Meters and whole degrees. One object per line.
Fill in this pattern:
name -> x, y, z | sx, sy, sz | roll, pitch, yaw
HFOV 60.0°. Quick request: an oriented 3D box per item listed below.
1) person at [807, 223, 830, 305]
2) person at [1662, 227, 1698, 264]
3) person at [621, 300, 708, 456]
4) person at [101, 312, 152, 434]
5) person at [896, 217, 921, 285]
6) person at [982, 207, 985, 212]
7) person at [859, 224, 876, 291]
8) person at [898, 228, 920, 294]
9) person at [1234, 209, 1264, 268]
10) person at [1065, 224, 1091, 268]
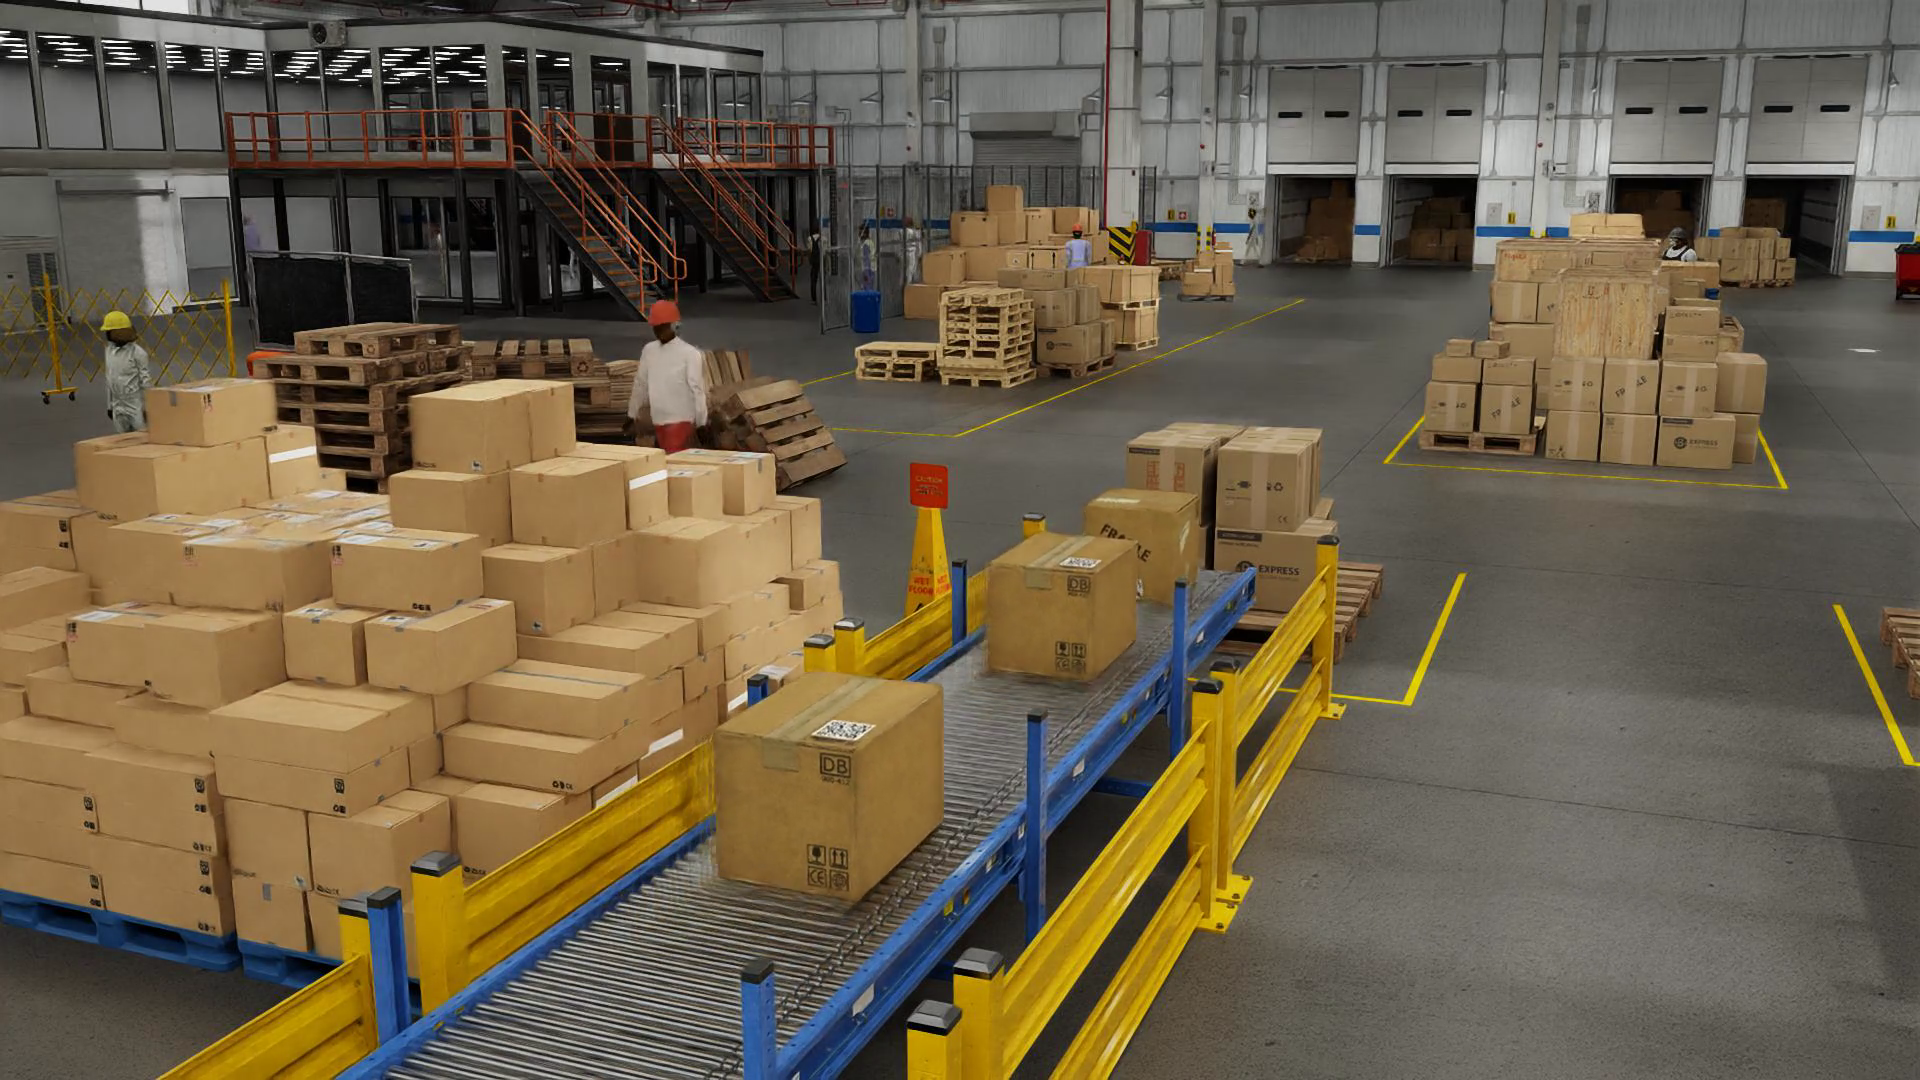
person -> -3.165, -6.192, 37.308 | 0.511, 1.844, 0.341 | 4, 13, 19
person -> 12.302, -4.374, 28.707 | 0.537, 2.000, 0.674 | -6, 14, -26
person -> -2.473, -0.968, 13.605 | 0.628, 1.951, 0.931 | 10, 16, 38
person -> -7.638, -1.225, 15.265 | 0.483, 1.738, 0.313 | 5, 13, 20
person -> -1.242, -6.944, 40.606 | 0.608, 1.875, 0.551 | 1, 13, 6
person -> 0.731, -10.008, 54.506 | 0.834, 1.816, 0.634 | 7, 14, 28
person -> -1.876, -5.459, 33.876 | 0.395, 1.911, 0.588 | 1, 13, 3
person -> -1.252, -6.993, 40.846 | 0.616, 1.875, 0.583 | 3, 13, 14
person -> 8.945, -9.260, 51.121 | 0.965, 1.815, 0.548 | 4, 13, 16
person -> 2.373, -5.427, 33.687 | 0.542, 1.927, 0.380 | -2, 13, -9
